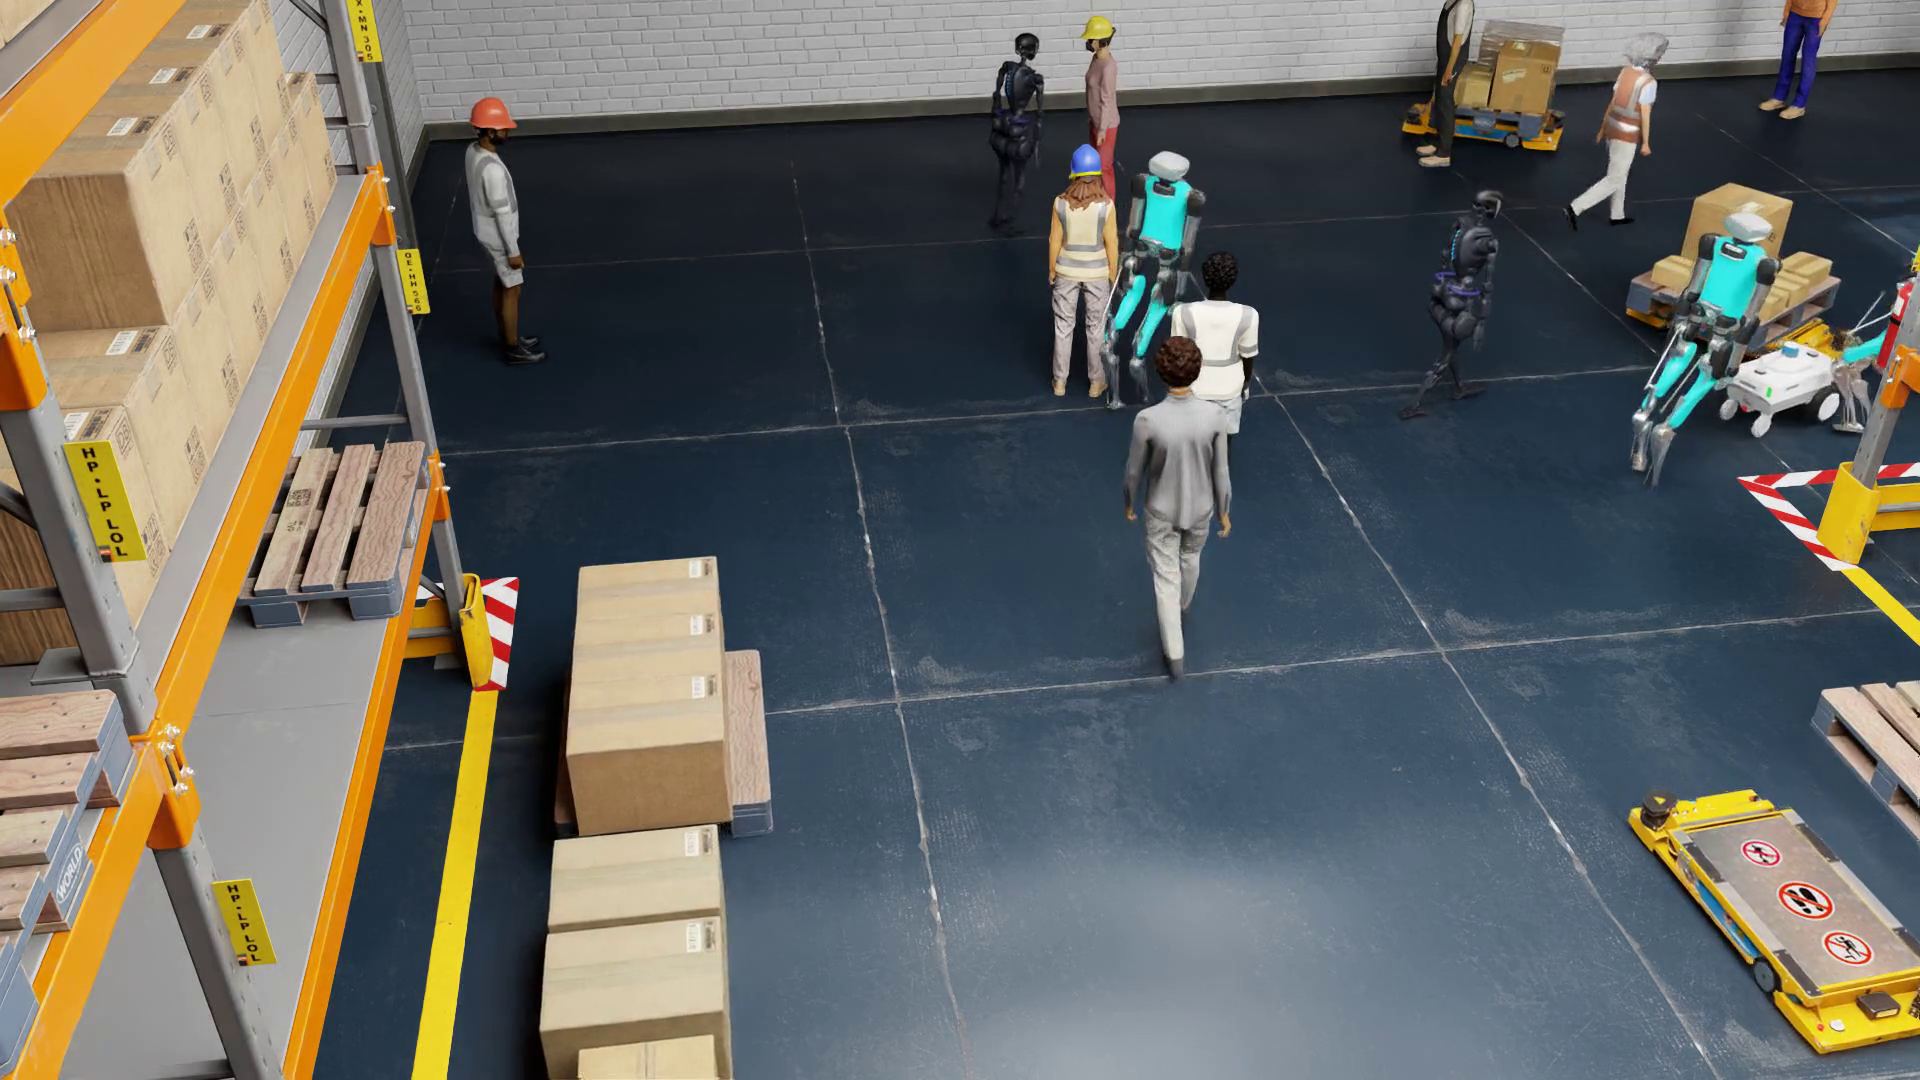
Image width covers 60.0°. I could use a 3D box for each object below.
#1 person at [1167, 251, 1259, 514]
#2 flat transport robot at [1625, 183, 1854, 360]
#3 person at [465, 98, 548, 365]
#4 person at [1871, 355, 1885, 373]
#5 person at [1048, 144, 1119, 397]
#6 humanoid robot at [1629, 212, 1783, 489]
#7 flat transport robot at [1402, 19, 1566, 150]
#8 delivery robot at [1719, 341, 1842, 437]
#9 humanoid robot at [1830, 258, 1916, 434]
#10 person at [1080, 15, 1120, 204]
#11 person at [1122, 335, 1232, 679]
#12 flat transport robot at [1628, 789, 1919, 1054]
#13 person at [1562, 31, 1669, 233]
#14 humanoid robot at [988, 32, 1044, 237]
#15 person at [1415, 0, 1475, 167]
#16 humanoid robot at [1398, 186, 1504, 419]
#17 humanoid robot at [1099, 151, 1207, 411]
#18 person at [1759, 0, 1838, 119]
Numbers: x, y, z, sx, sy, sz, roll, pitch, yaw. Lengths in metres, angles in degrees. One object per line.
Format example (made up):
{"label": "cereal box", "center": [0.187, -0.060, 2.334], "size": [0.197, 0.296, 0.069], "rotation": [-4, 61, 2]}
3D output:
{"label": "person", "center": [1.492, -0.916, 9.956], "size": [0.534, 1.691, 0.319], "rotation": [2, 33, 3]}
{"label": "flat transport robot", "center": [5.755, -1.592, 12.291], "size": [0.659, 0.231, 1.431], "rotation": [-25, 41, -33]}
{"label": "person", "center": [-3.183, -2.136, 11.618], "size": [0.387, 1.924, 0.547], "rotation": [-17, 37, -24]}
{"label": "person", "center": [6.765, -1.888, 11.296], "size": [0.527, 1.843, 0.753], "rotation": [-5, 33, -8]}
{"label": "person", "center": [0.828, -1.799, 11.226], "size": [0.478, 1.779, 0.300], "rotation": [5, 33, 8]}
{"label": "humanoid robot", "center": [4.444, -1.061, 10.211], "size": [0.730, 1.867, 0.532], "rotation": [-18, 37, -25]}
{"label": "flat transport robot", "center": [5.050, -4.021, 16.015], "size": [1.431, 0.231, 0.659], "rotation": [13, 35, 19]}
{"label": "delivery robot", "center": [5.540, -1.047, 11.210], "size": [0.813, 0.610, 0.499], "rotation": [-17, 37, -24]}
{"label": "humanoid robot", "center": [5.999, -1.459, 10.774], "size": [0.767, 1.795, 0.546], "rotation": [5, 34, 8]}
{"label": "person", "center": [1.143, -3.459, 13.792], "size": [0.343, 1.756, 0.516], "rotation": [-5, 33, -7]}
{"label": "person", "center": [1.122, -0.233, 8.751], "size": [0.557, 1.860, 0.900], "rotation": [-3, 33, -4]}
{"label": "flat transport robot", "center": [3.658, 1.619, 7.372], "size": [0.659, 0.231, 1.431], "rotation": [-7, 34, -11]}
{"label": "person", "center": [5.391, -3.340, 13.701], "size": [0.746, 1.655, 0.460], "rotation": [-7, 34, -11]}
{"label": "humanoid robot", "center": [0.448, -3.351, 13.708], "size": [0.380, 1.637, 0.609], "rotation": [-26, 41, -34]}
{"label": "person", "center": [4.411, -4.316, 15.032], "size": [0.328, 1.838, 0.505], "rotation": [5, 33, 7]}
{"label": "humanoid robot", "center": [3.326, -1.569, 10.998], "size": [0.707, 1.621, 0.606], "rotation": [-9, 34, -13]}
{"label": "humanoid robot", "center": [1.148, -1.611, 11.002], "size": [0.562, 1.790, 0.865], "rotation": [27, 41, 34]}
{"label": "person", "center": [8.219, -5.112, 16.135], "size": [0.404, 1.972, 0.519], "rotation": [-17, 37, -24]}
